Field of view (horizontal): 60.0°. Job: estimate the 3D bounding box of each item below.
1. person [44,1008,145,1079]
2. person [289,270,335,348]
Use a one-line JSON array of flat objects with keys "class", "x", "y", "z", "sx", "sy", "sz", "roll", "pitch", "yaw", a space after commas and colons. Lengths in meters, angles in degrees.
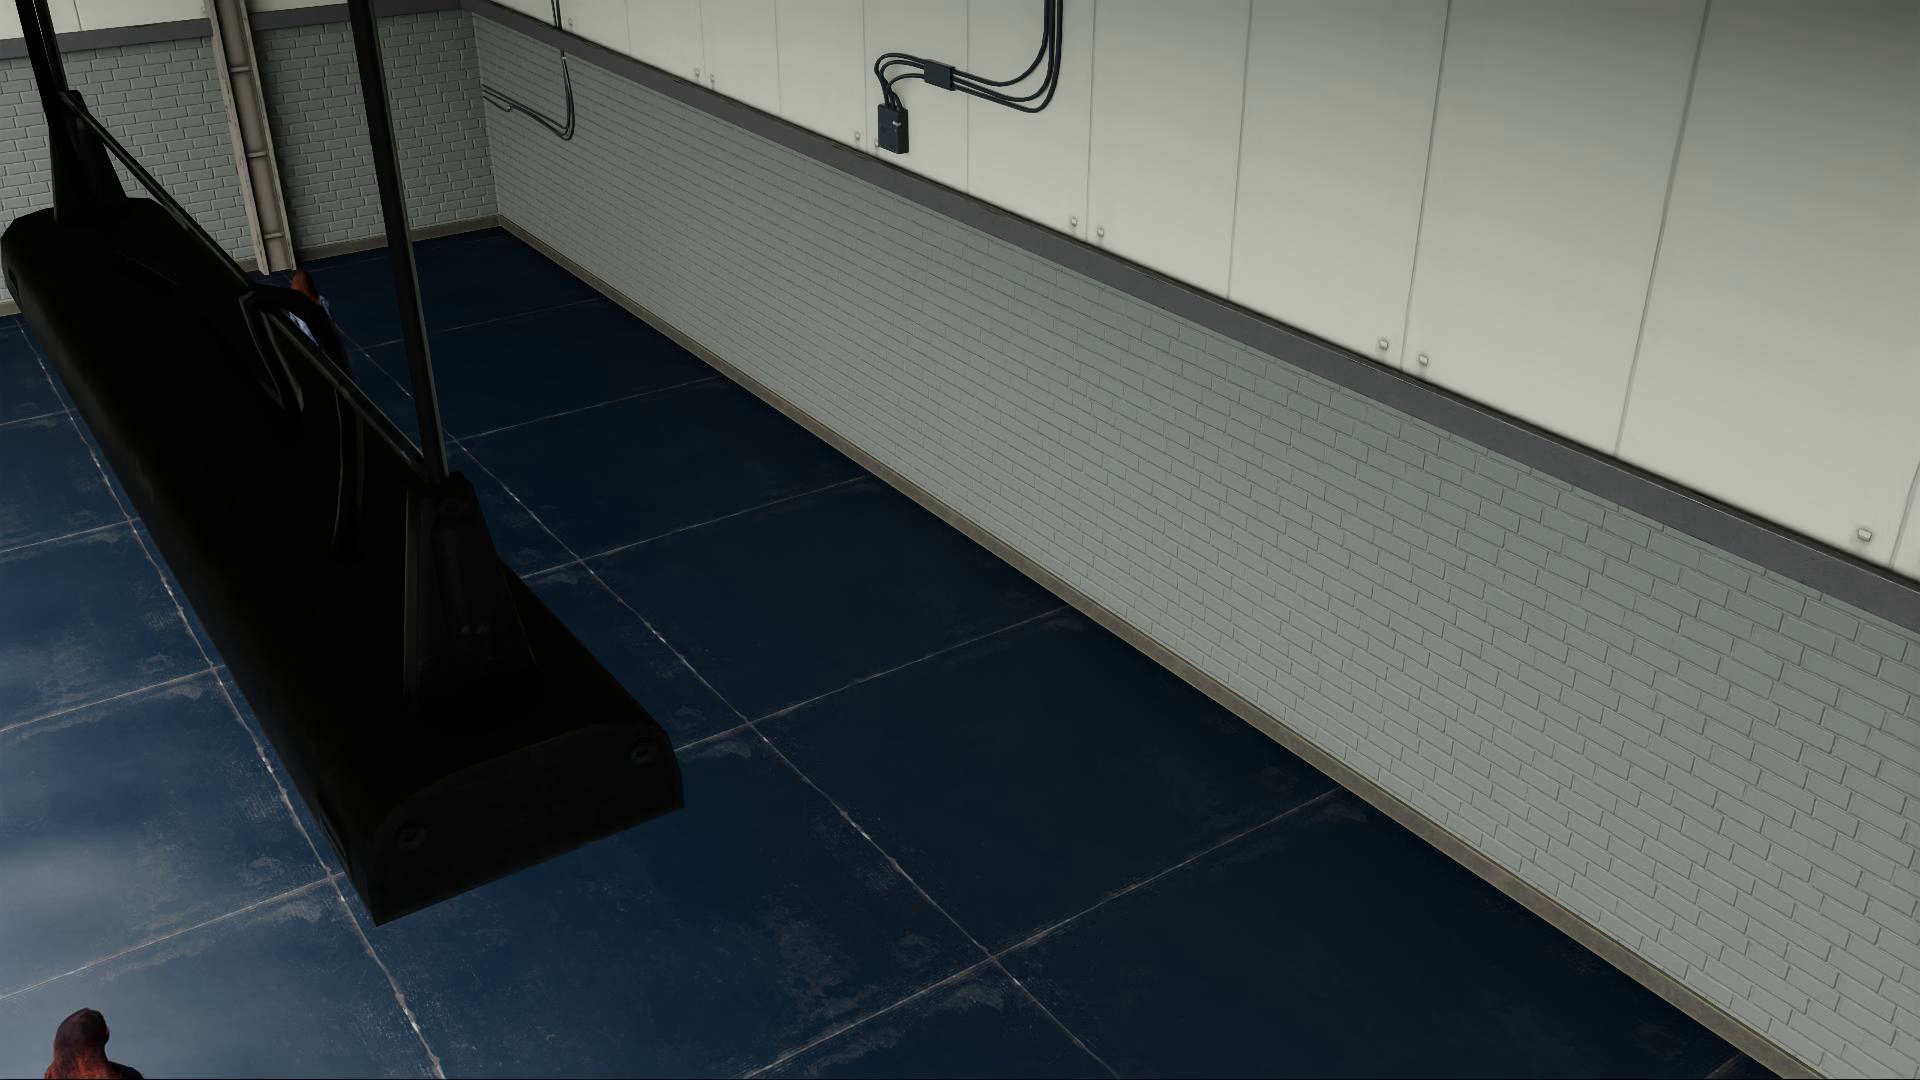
[{"class": "person", "x": -3.866, "y": 2.828, "z": 7.509, "sx": 1.034, "sy": 1.614, "sz": 1.084, "roll": 4, "pitch": 28, "yaw": 8}, {"class": "person", "x": -6.485, "y": -1.999, "z": 16.720, "sx": 0.537, "sy": 1.476, "sz": 0.679, "roll": -7, "pitch": 29, "yaw": -14}]
